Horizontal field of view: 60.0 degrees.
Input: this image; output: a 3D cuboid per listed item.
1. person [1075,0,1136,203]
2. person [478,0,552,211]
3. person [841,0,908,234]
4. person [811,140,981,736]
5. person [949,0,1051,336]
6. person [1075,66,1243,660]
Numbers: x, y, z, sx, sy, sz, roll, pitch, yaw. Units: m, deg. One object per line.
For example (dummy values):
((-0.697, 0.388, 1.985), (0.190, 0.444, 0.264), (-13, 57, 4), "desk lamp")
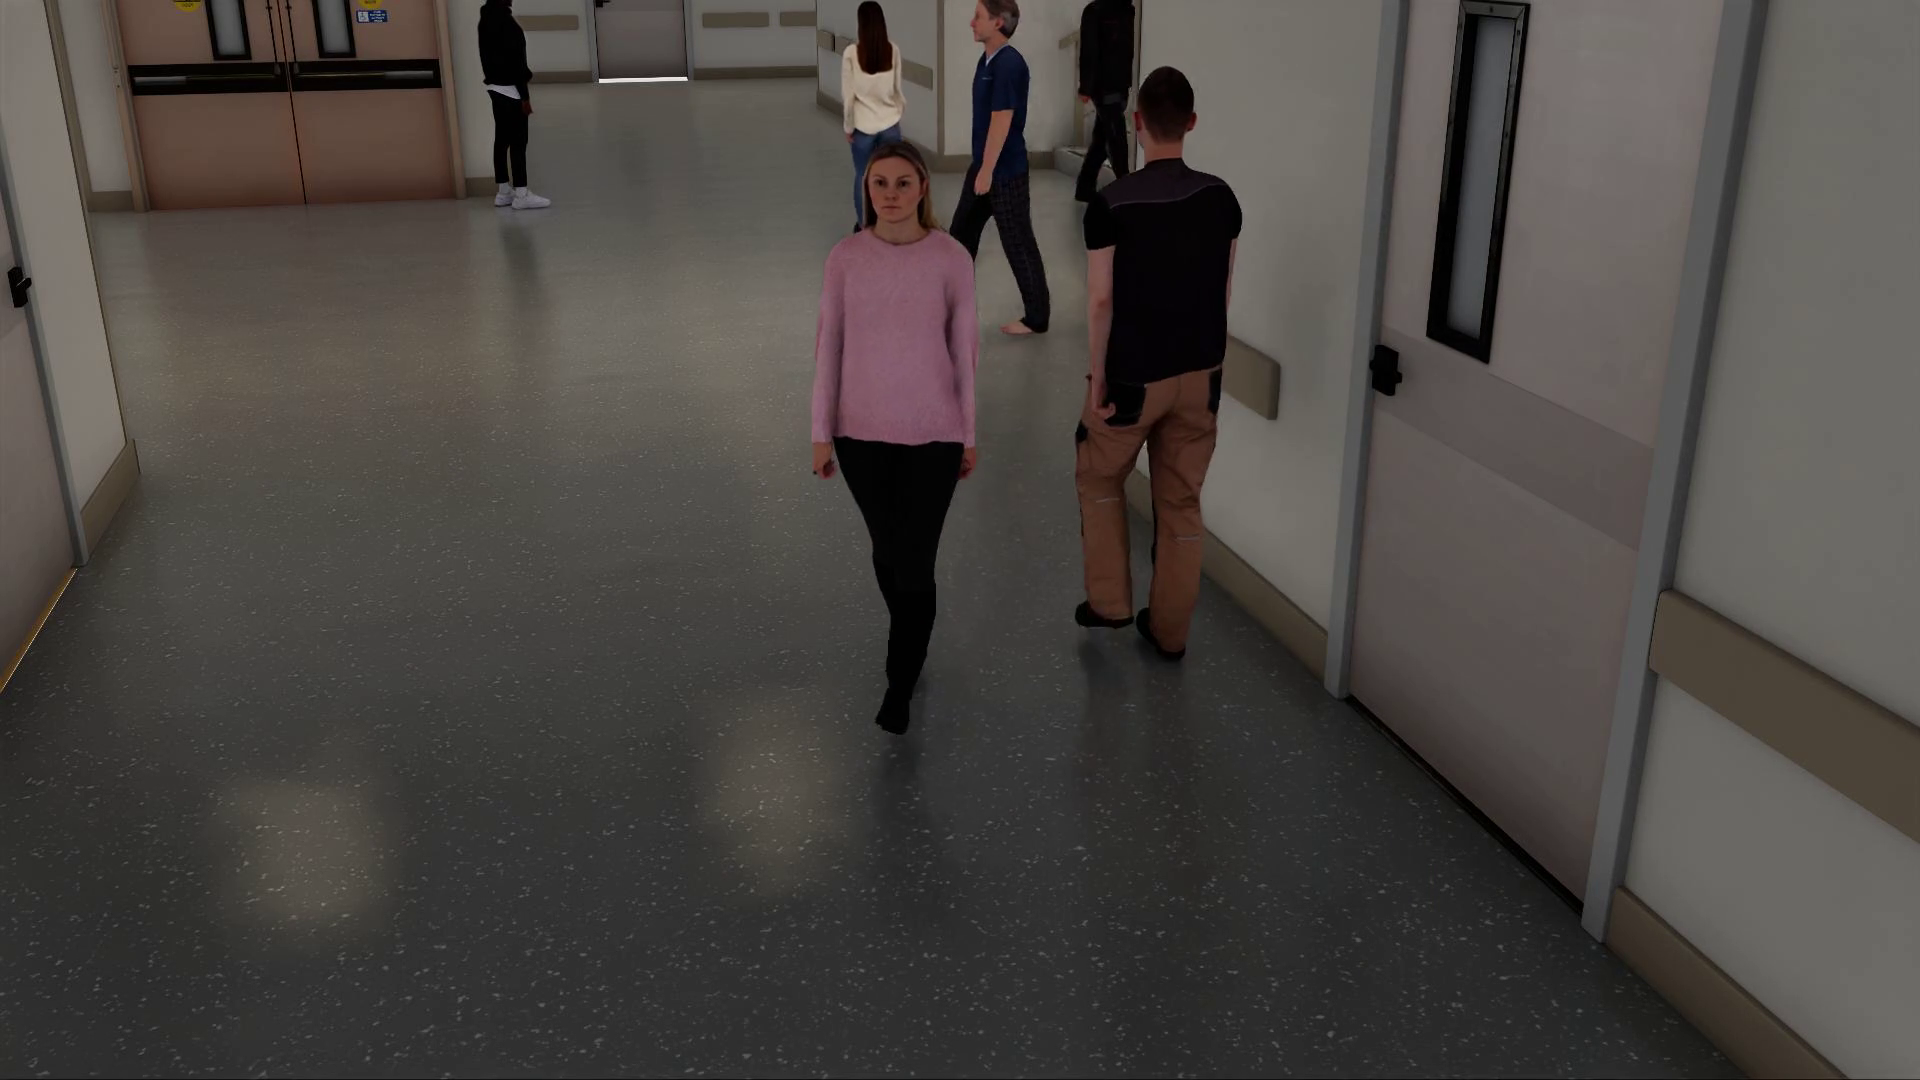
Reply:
((1.119, -3.575, 13.136), (1.165, 1.898, 1.221), (19, 28, 40), "person")
((-3.612, -3.575, 13.253), (0.760, 1.816, 0.761), (-19, 28, -41), "person")
((-0.551, -2.813, 11.475), (1.038, 1.650, 0.725), (-4, 21, -10), "person")
((-0.161, -0.315, 4.877), (1.058, 1.652, 0.972), (4, 21, 11), "person")
((0.300, -2.000, 9.063), (1.049, 1.838, 0.674), (-5, 21, -13), "person")
((0.633, -0.485, 5.078), (0.589, 1.827, 0.750), (-4, 21, -12), "person")
